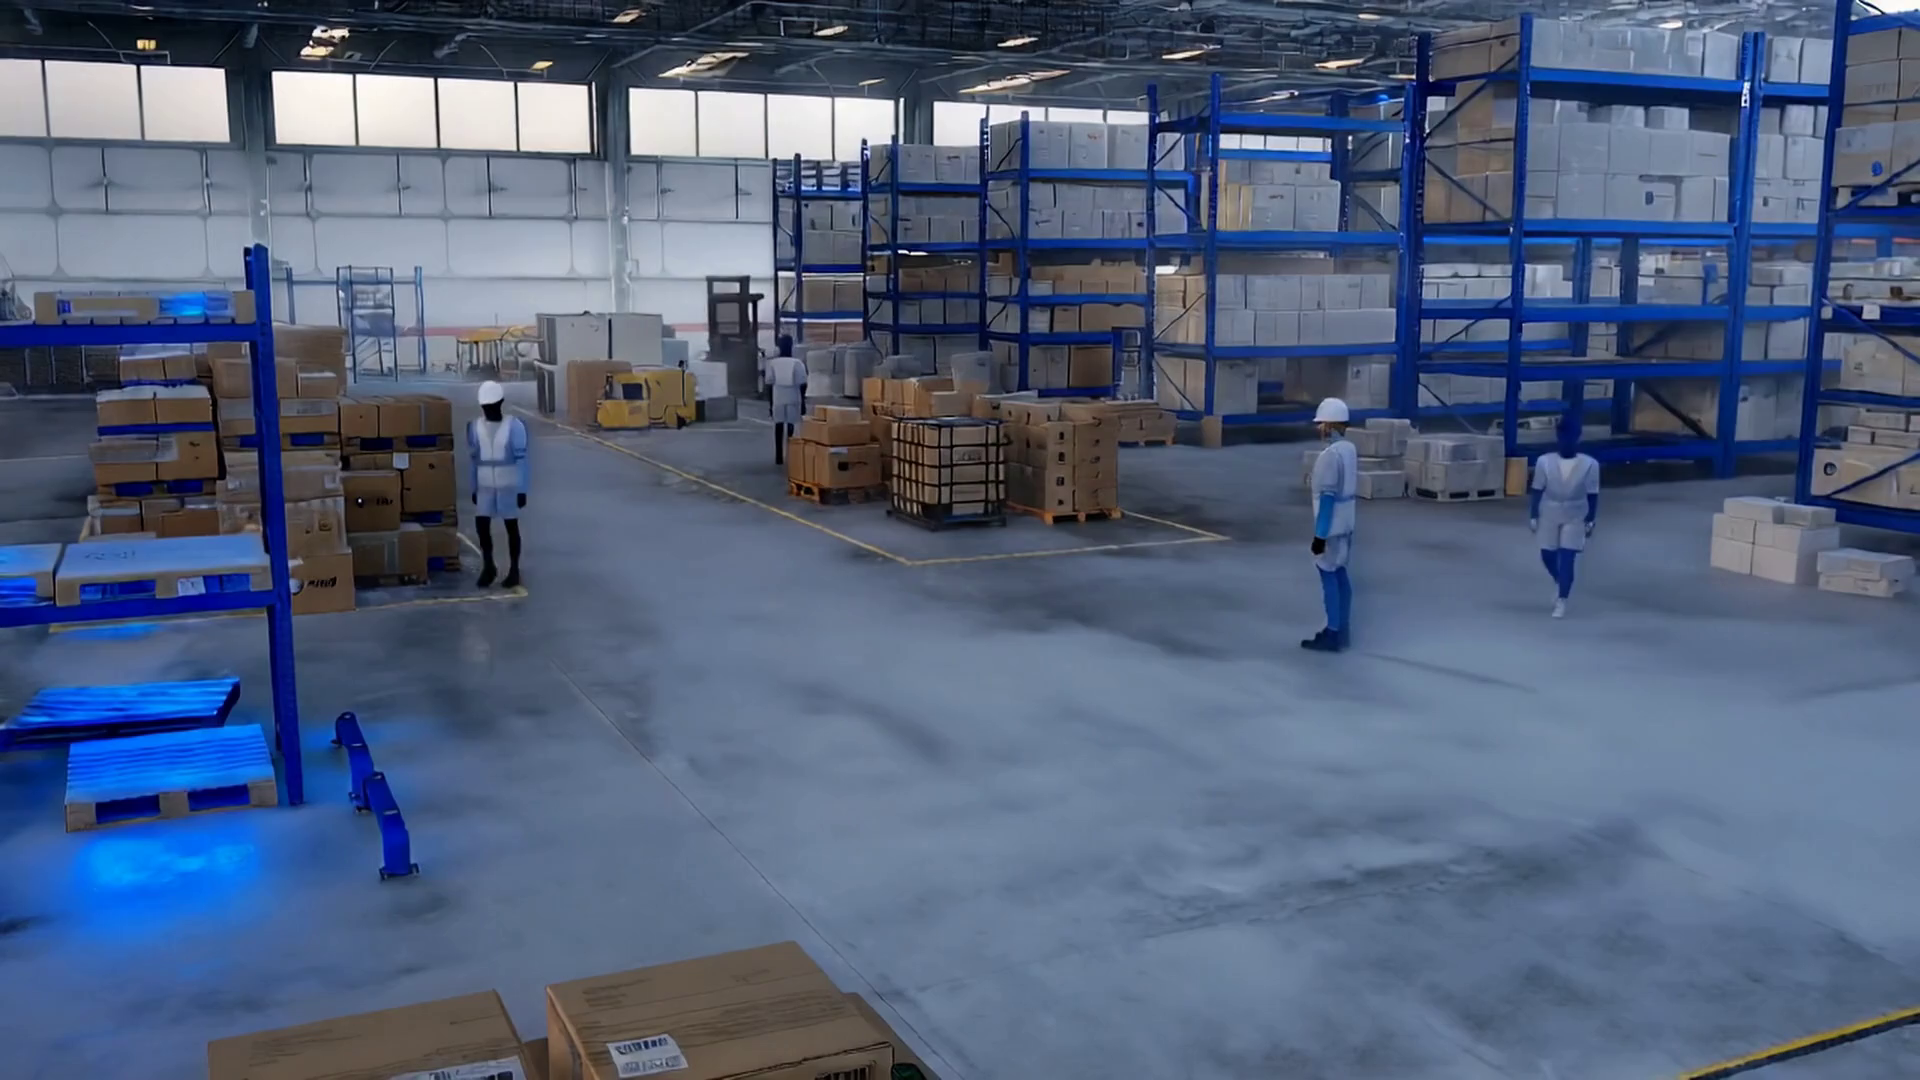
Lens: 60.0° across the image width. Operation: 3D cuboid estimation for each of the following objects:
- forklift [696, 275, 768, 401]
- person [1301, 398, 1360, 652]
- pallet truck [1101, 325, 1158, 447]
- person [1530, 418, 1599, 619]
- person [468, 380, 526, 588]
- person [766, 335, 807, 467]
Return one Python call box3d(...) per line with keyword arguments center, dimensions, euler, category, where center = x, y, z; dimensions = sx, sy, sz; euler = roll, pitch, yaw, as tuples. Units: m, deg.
box3d(center=(-5.100, -4.446, 36.668), dimensions=(1.129, 2.768, 1.873), euler=(-4, 10, -25), category="forklift")
box3d(center=(2.824, -0.116, 12.723), dimensions=(0.366, 1.935, 0.552), euler=(6, 11, 34), category="person")
box3d(center=(2.881, -2.596, 27.923), dimensions=(0.823, 1.965, 1.885), euler=(-1, 9, -7), category="pallet truck")
box3d(center=(5.117, -0.205, 14.074), dimensions=(0.541, 1.680, 0.708), euler=(5, 11, 30), category="person")
box3d(center=(-4.211, -0.493, 15.131), dimensions=(0.562, 1.911, 0.593), euler=(1, 9, 5), category="person")
box3d(center=(-2.568, -2.059, 24.688), dimensions=(0.600, 1.967, 0.367), euler=(1, 9, 5), category="person")
